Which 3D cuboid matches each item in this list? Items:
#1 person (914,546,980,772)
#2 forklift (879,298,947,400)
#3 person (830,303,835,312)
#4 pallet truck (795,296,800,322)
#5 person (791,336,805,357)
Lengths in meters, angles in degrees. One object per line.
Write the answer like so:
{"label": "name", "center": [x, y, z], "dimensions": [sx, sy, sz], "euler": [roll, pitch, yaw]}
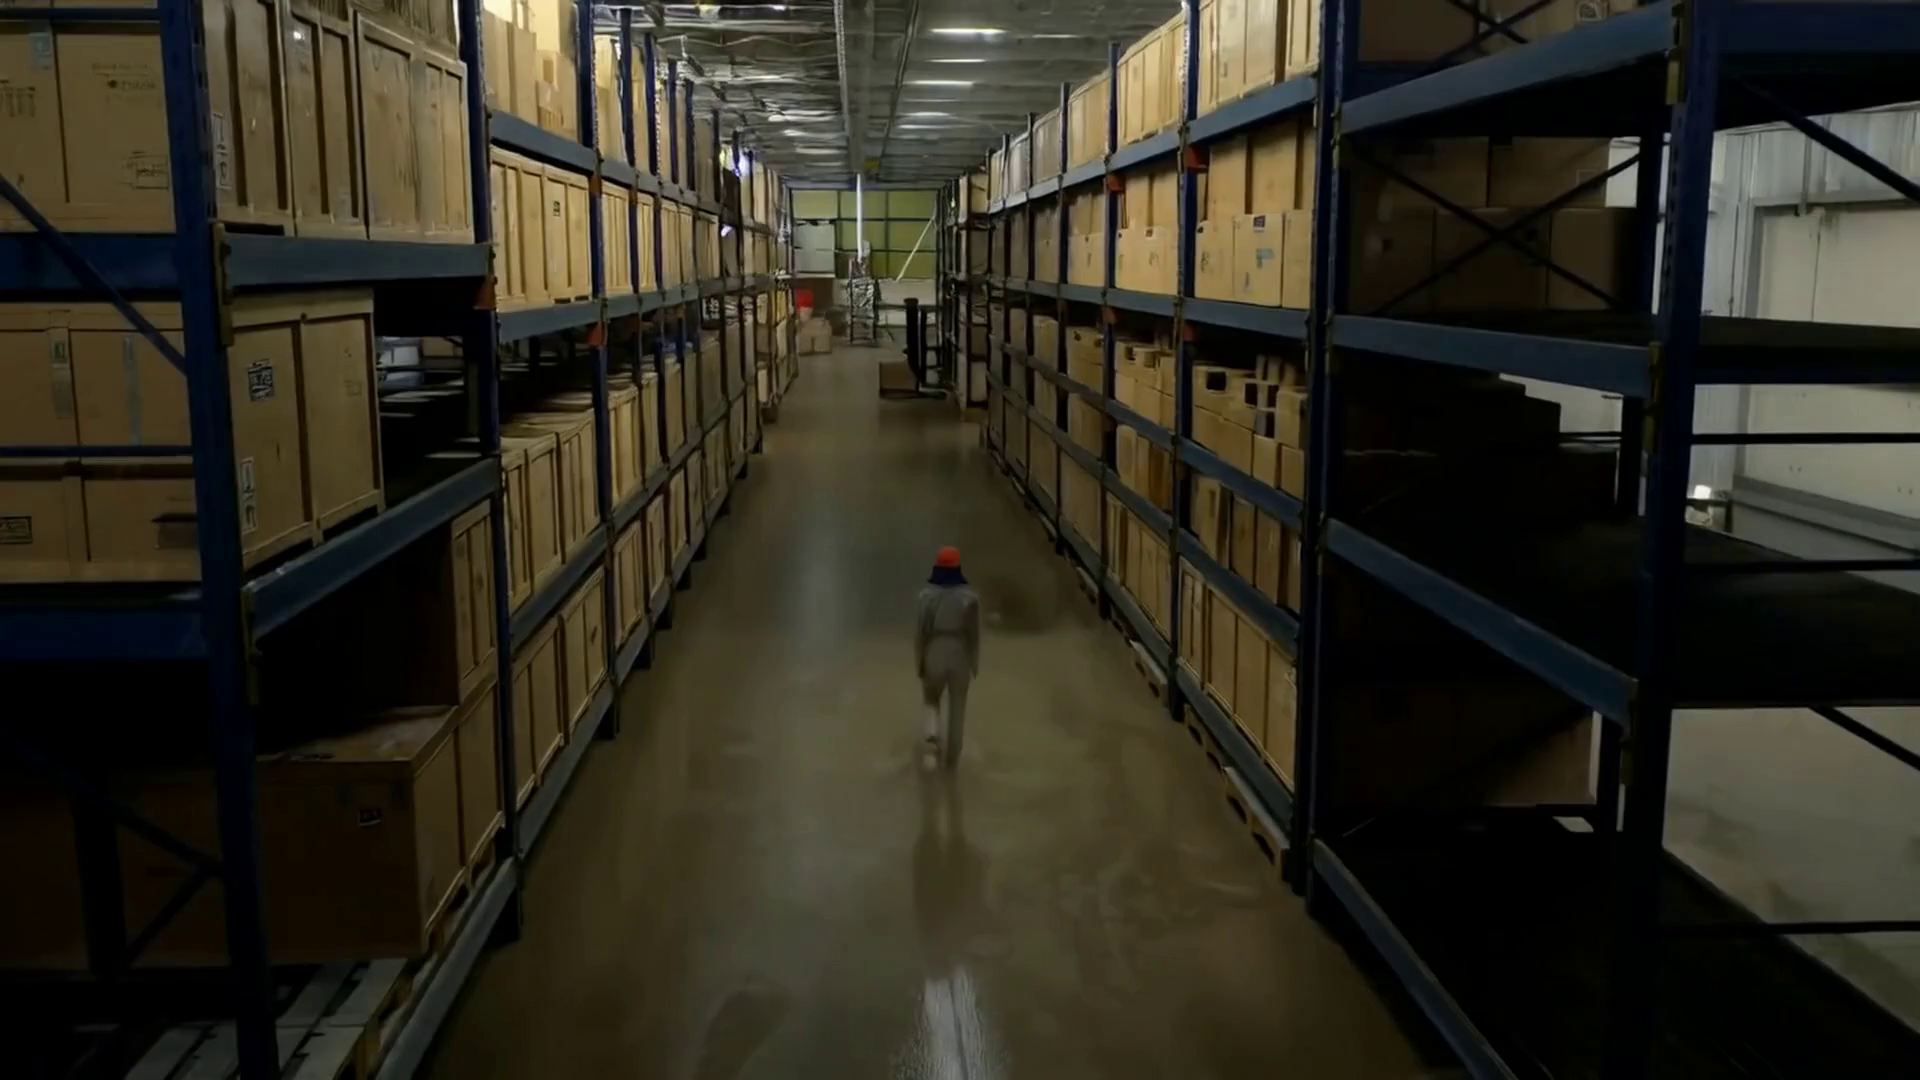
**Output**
{"label": "person", "center": [-0.099, 0.908, 12.483], "dimensions": [0.489, 1.728, 0.414], "euler": [1, 10, 4]}
{"label": "forklift", "center": [-1.328, -5.354, 46.452], "dimensions": [1.873, 2.768, 1.129], "euler": [-1, 10, -3]}
{"label": "person", "center": [-6.691, -11.765, 88.356], "dimensions": [0.831, 1.650, 0.550], "euler": [-5, 11, -29]}
{"label": "pallet truck", "center": [-8.622, -12.439, 91.403], "dimensions": [1.885, 1.965, 0.823], "euler": [2, 10, 13]}
{"label": "person", "center": [-6.748, -8.293, 66.792], "dimensions": [0.982, 1.958, 0.615], "euler": [-3, 10, -19]}
